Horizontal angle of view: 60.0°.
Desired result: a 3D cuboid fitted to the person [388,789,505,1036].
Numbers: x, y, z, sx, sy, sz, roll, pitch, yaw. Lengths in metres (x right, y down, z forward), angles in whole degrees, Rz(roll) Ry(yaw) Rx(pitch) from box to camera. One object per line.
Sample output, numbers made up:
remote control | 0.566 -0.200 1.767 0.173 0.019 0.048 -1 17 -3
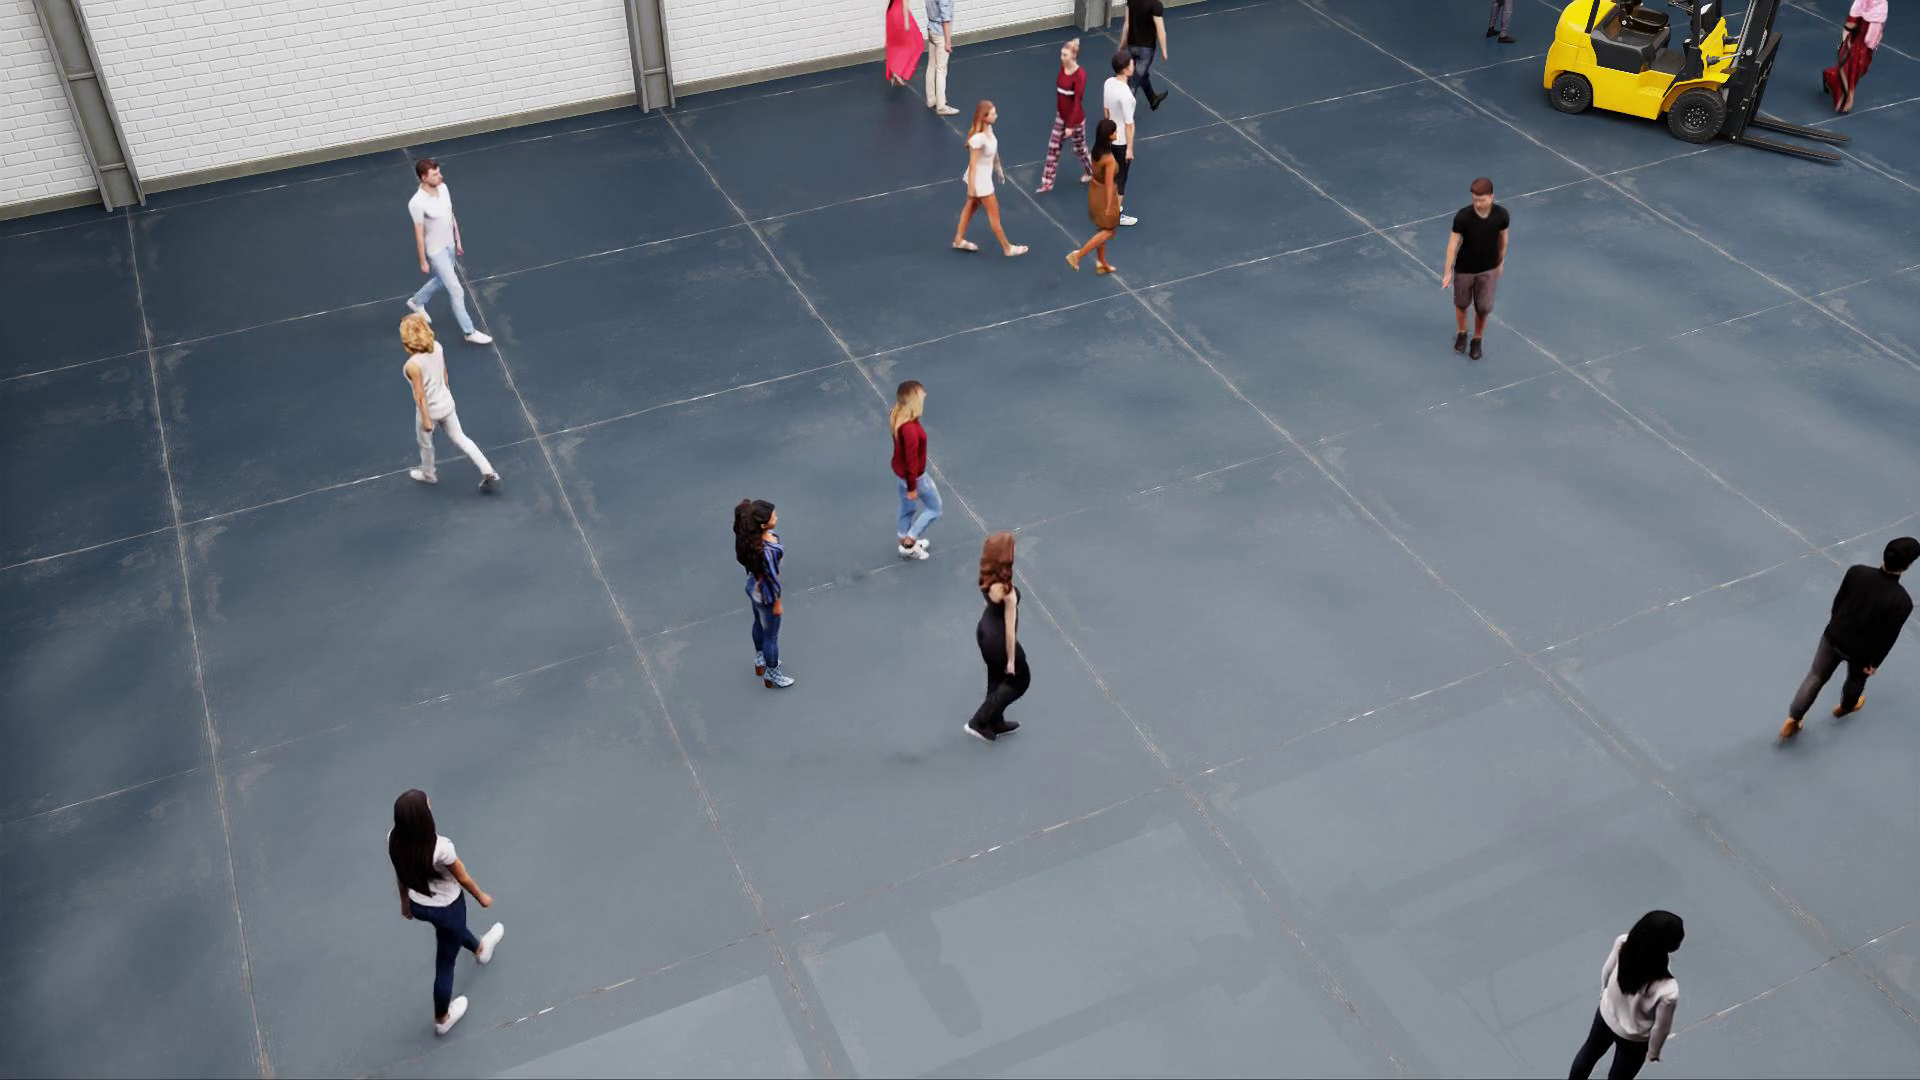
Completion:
person | -3.012 2.170 9.434 0.960 1.742 1.078 19 42 22

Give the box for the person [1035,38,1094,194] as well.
person | 1.256 -4.551 17.918 1.099 1.656 0.791 -27 46 -29

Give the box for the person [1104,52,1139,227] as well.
person | 1.640 -4.180 17.298 0.553 1.851 0.655 -15 41 -18

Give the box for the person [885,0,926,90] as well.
person | -0.797 -6.225 19.967 0.726 1.715 0.663 -23 44 -26

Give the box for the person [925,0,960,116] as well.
person | -0.249 -5.929 19.491 0.542 1.847 0.643 -15 41 -18

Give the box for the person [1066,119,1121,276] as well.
person | 1.342 -3.329 16.371 0.813 1.677 0.594 -13 40 -16

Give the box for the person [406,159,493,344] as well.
person | -4.918 -2.690 15.458 1.240 1.818 1.154 10 40 13

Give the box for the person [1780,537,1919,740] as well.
person | 6.035 0.694 11.319 1.136 1.695 0.813 -24 45 -27

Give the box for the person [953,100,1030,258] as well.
person | 0.126 -3.642 16.780 1.110 1.656 0.993 9 39 11

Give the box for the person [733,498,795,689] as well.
person | -1.381 0.367 11.792 0.538 1.616 0.595 -15 41 -18

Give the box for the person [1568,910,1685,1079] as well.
person | 3.577 2.589 8.942 0.526 1.700 0.606 -15 41 -18

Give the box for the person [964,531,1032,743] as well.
person | 0.169 0.710 11.277 0.718 1.723 0.613 -15 41 -18

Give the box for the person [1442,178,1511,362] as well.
person | 4.759 -2.529 15.257 0.844 1.817 0.921 0 39 0

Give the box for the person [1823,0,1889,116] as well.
person | 10.568 -5.891 19.625 0.921 1.620 0.829 -7 39 -9

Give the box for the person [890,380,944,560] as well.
person | -0.450 -0.505 12.877 0.584 1.625 0.609 -15 41 -18

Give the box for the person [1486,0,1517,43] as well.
person | 7.039 -7.270 21.224 0.493 1.779 0.578 -15 41 -18

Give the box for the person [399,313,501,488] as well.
person | -4.216 -1.079 13.586 1.128 1.637 1.070 14 41 16

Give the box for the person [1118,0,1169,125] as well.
person | 2.020 -5.604 19.088 1.275 1.841 0.913 -29 47 -31
